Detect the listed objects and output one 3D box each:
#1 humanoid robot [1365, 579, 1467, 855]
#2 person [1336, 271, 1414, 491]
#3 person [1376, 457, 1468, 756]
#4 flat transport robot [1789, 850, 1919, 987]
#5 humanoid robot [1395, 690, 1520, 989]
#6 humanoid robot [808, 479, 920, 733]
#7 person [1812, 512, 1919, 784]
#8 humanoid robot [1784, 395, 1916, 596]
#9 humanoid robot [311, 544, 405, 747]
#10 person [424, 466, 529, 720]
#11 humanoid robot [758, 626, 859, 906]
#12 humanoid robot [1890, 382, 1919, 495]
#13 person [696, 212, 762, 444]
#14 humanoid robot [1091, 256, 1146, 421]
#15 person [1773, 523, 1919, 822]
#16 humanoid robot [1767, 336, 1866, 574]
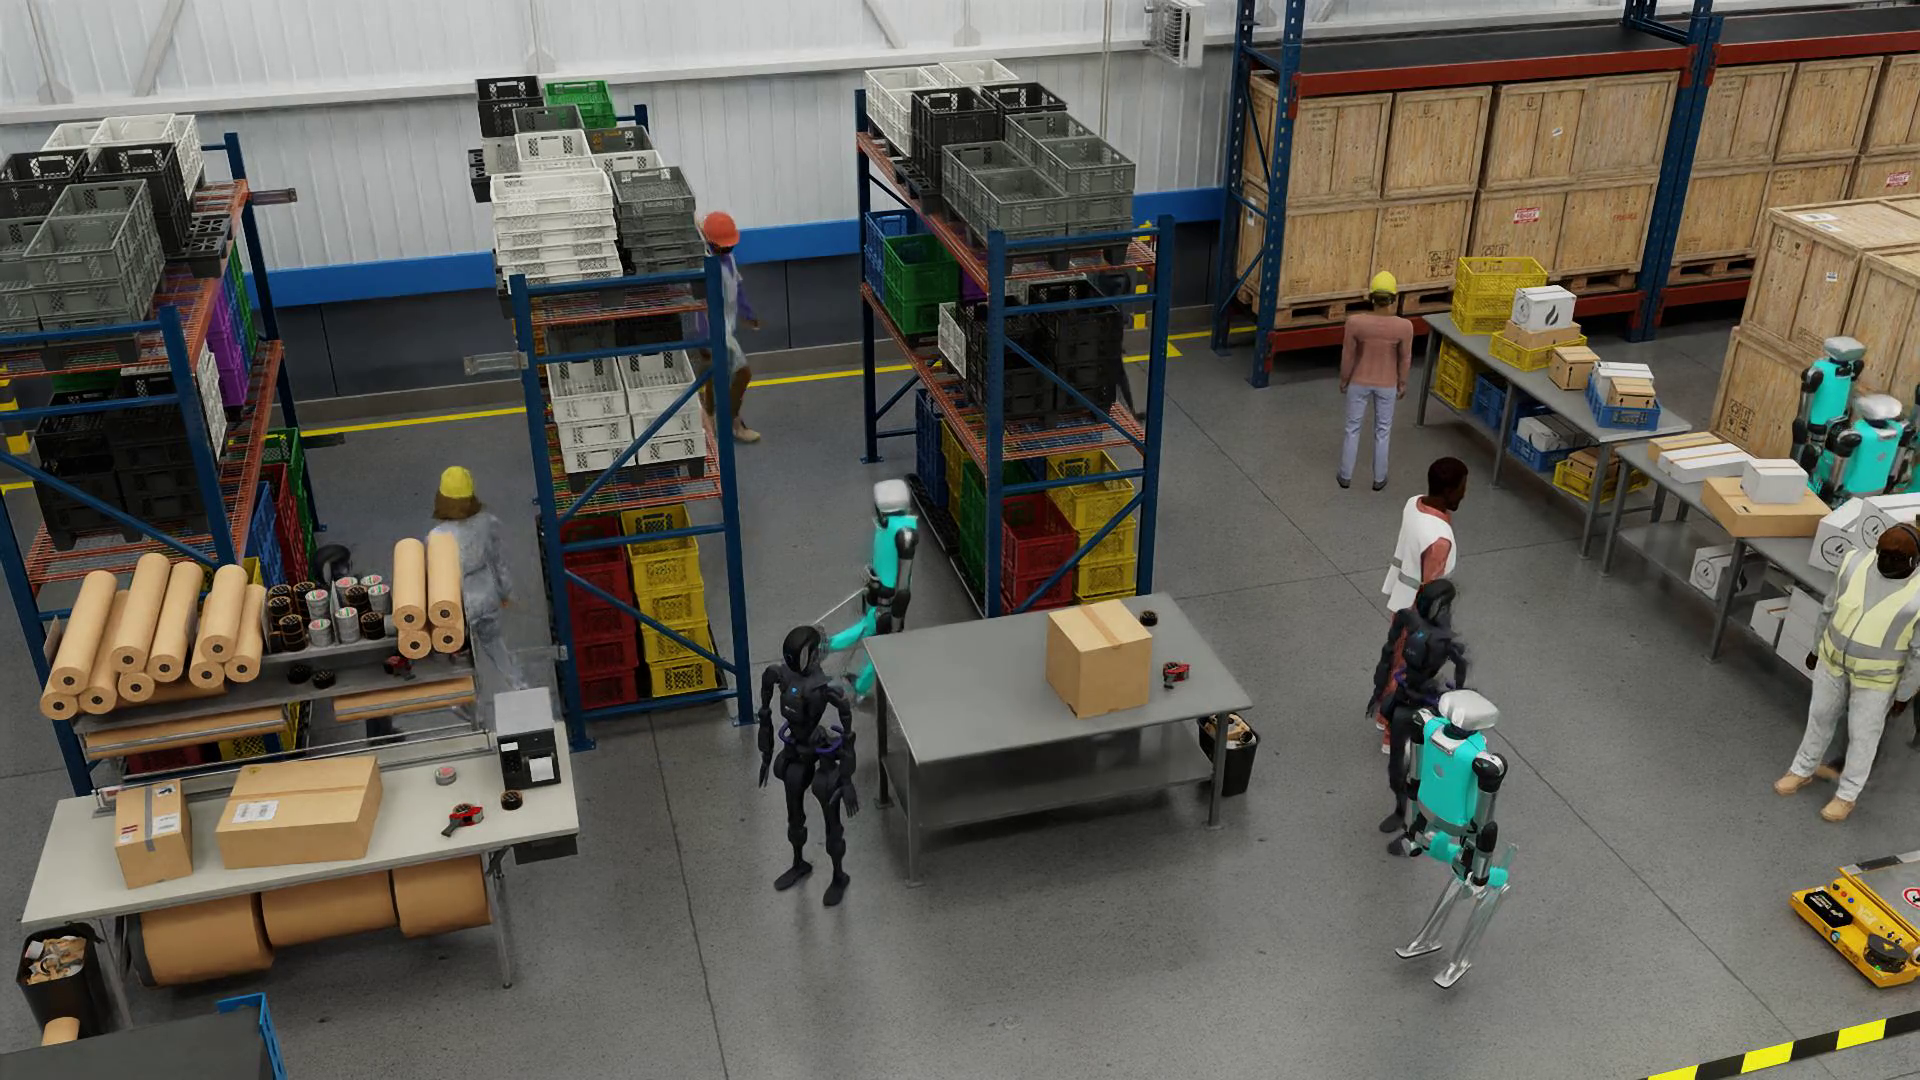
[{"bbox_3d":[2.454,0.929,9.010,0.424,1.642,0.607,-18,34,-29],"label":"humanoid robot"},{"bbox_3d":[3.182,-1.213,12.814,0.523,1.768,0.308,7,29,12],"label":"person"},{"bbox_3d":[2.684,0.388,9.754,0.401,1.911,0.586,1,29,1],"label":"person"},{"bbox_3d":[5.163,1.916,8.676,1.431,0.231,0.659,-8,30,-14],"label":"flat transport robot"},{"bbox_3d":[2.469,1.384,7.980,0.735,1.676,0.533,-17,33,-27],"label":"humanoid robot"},{"bbox_3d":[-0.677,0.516,9.767,1.037,1.776,0.530,-9,30,-16],"label":"humanoid robot"},{"bbox_3d":[5.472,0.679,9.341,0.903,1.791,0.613,6,29,11],"label":"person"},{"bbox_3d":[5.777,-0.211,11.031,0.563,1.755,0.984,-7,29,-12],"label":"humanoid robot"},{"bbox_3d":[-3.405,0.760,9.346,0.600,1.624,0.718,21,35,33],"label":"humanoid robot"},{"bbox_3d":[-2.900,0.380,9.965,0.507,1.715,0.620,-26,38,-38],"label":"person"},{"bbox_3d":[-0.769,1.159,8.575,0.599,1.657,0.315,14,32,24],"label":"humanoid robot"},{"bbox_3d":[6.587,-0.545,11.655,0.582,1.802,0.745,-5,29,-9],"label":"humanoid robot"},{"bbox_3d":[-1.861,-1.720,13.485,0.640,2.006,0.648,0,29,0],"label":"person"},{"bbox_3d":[1.295,-1.756,13.918,0.686,1.632,0.603,-4,29,-7],"label":"humanoid robot"},{"bbox_3d":[5.006,0.719,9.235,0.429,1.834,0.631,-17,33,-27],"label":"person"},{"bbox_3d":[6.073,-0.511,11.501,0.542,1.746,0.674,-15,32,-25],"label":"humanoid robot"}]
